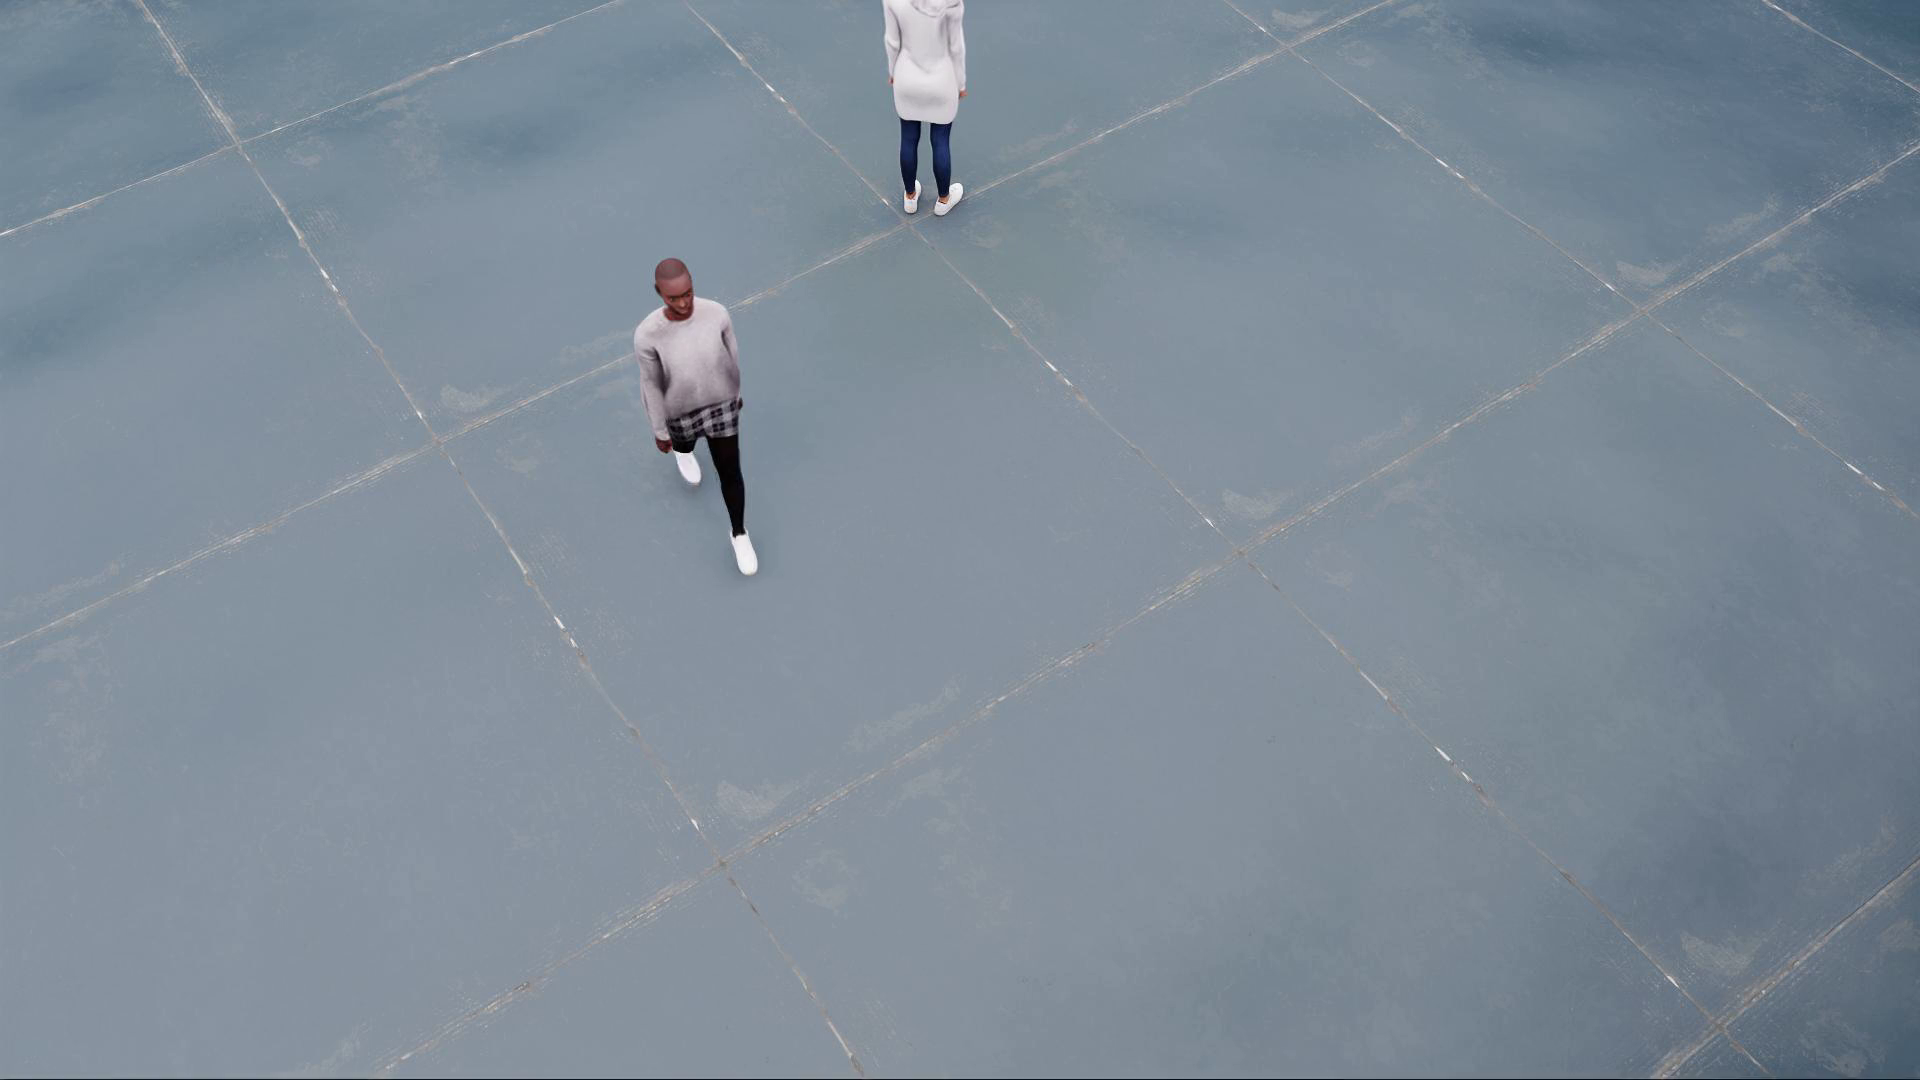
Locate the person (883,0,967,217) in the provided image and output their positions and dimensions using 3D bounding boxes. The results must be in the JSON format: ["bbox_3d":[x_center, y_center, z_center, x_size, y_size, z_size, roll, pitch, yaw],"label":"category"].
[{"bbox_3d":[-0.194,-2.556,9.269,0.668,1.775,0.744,11,53,9],"label":"person"}]

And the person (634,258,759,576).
[{"bbox_3d":[-1.280,-0.697,7.854,0.813,1.735,1.221,-18,54,-13],"label":"person"}]
